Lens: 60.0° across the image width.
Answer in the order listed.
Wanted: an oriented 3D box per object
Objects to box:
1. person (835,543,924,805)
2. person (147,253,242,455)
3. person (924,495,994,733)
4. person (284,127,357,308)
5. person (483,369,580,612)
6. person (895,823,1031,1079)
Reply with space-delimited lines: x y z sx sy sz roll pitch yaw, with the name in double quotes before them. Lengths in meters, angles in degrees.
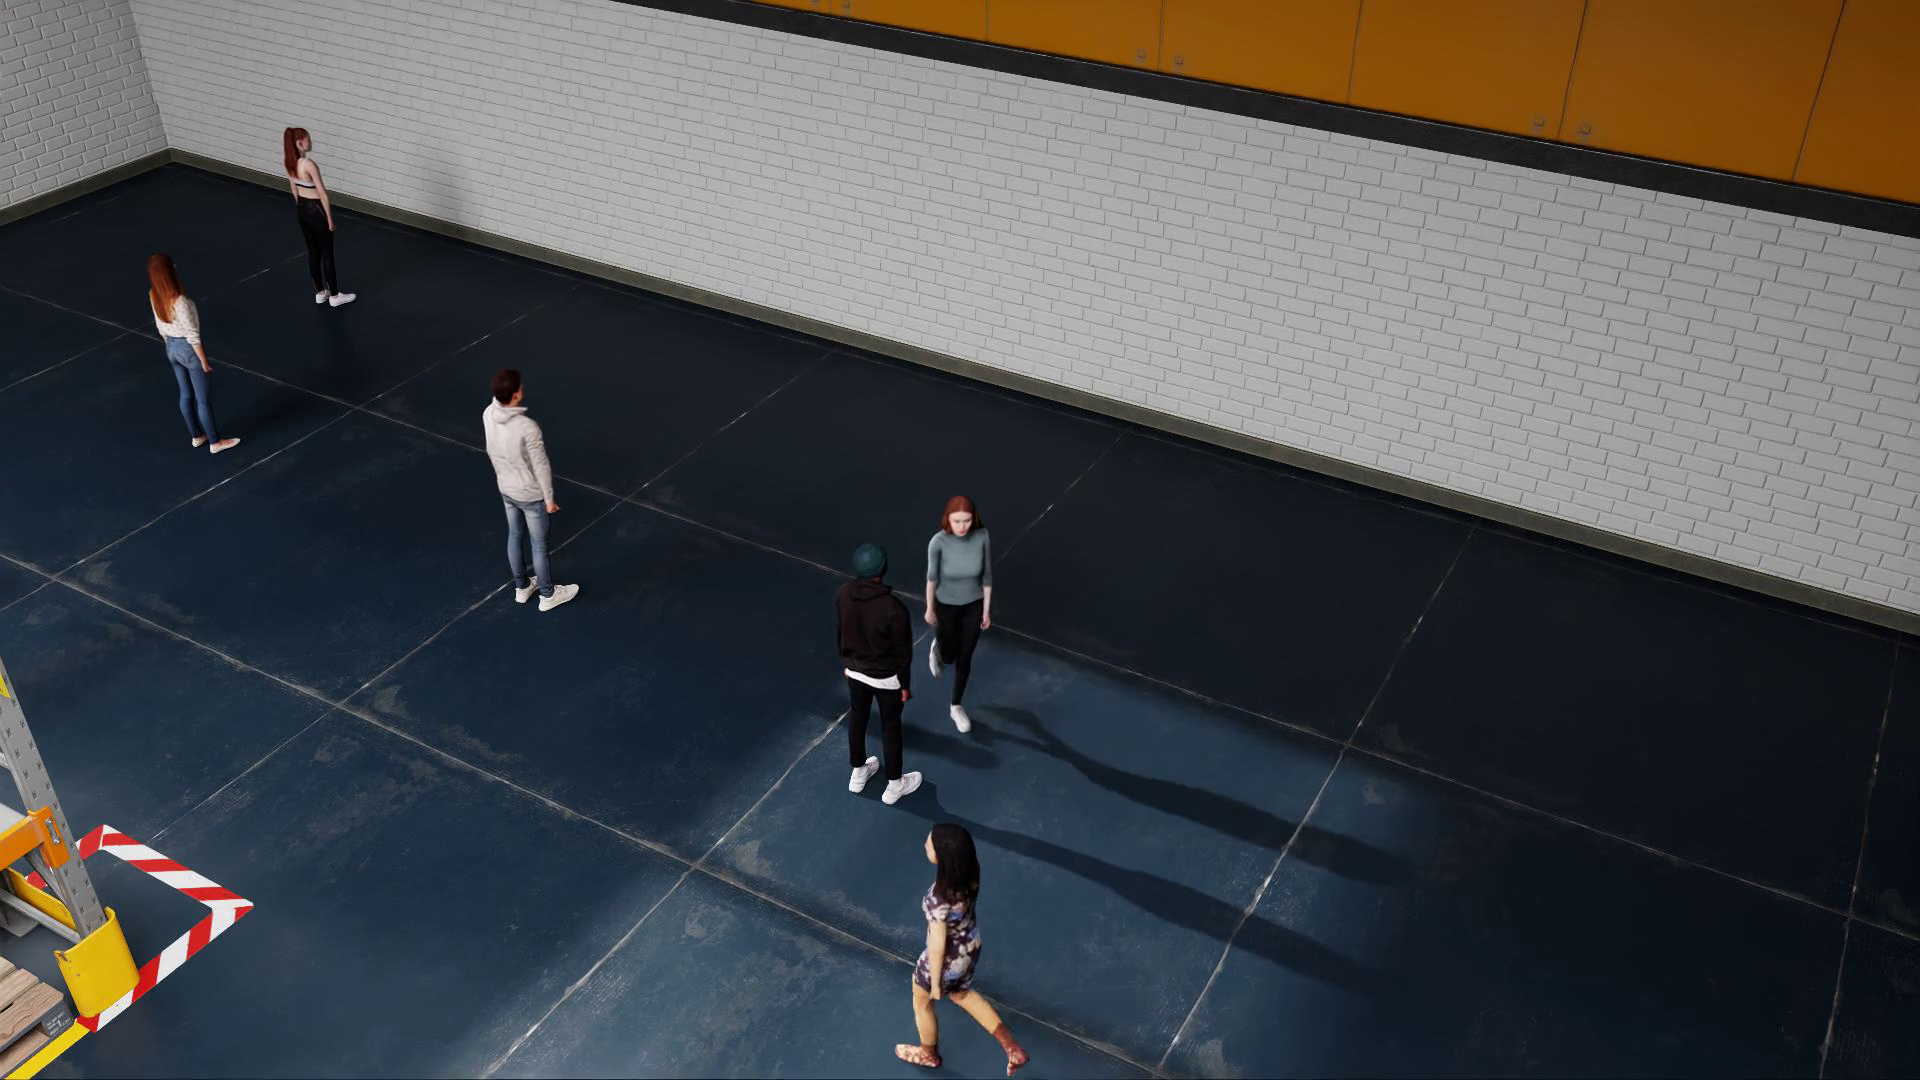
"person" -0.514 0.787 9.986 0.659 1.818 0.568 19 38 26
"person" -6.309 -1.527 13.547 0.571 1.728 0.497 19 38 26
"person" -0.020 0.403 10.645 0.898 1.728 0.964 -7 34 -10
"person" -6.174 -3.086 15.877 0.578 1.747 0.505 19 38 26
"person" -3.081 -0.360 11.680 0.660 1.853 0.563 19 38 26
"person" 0.021 2.062 8.164 0.648 1.711 0.878 17 37 23
